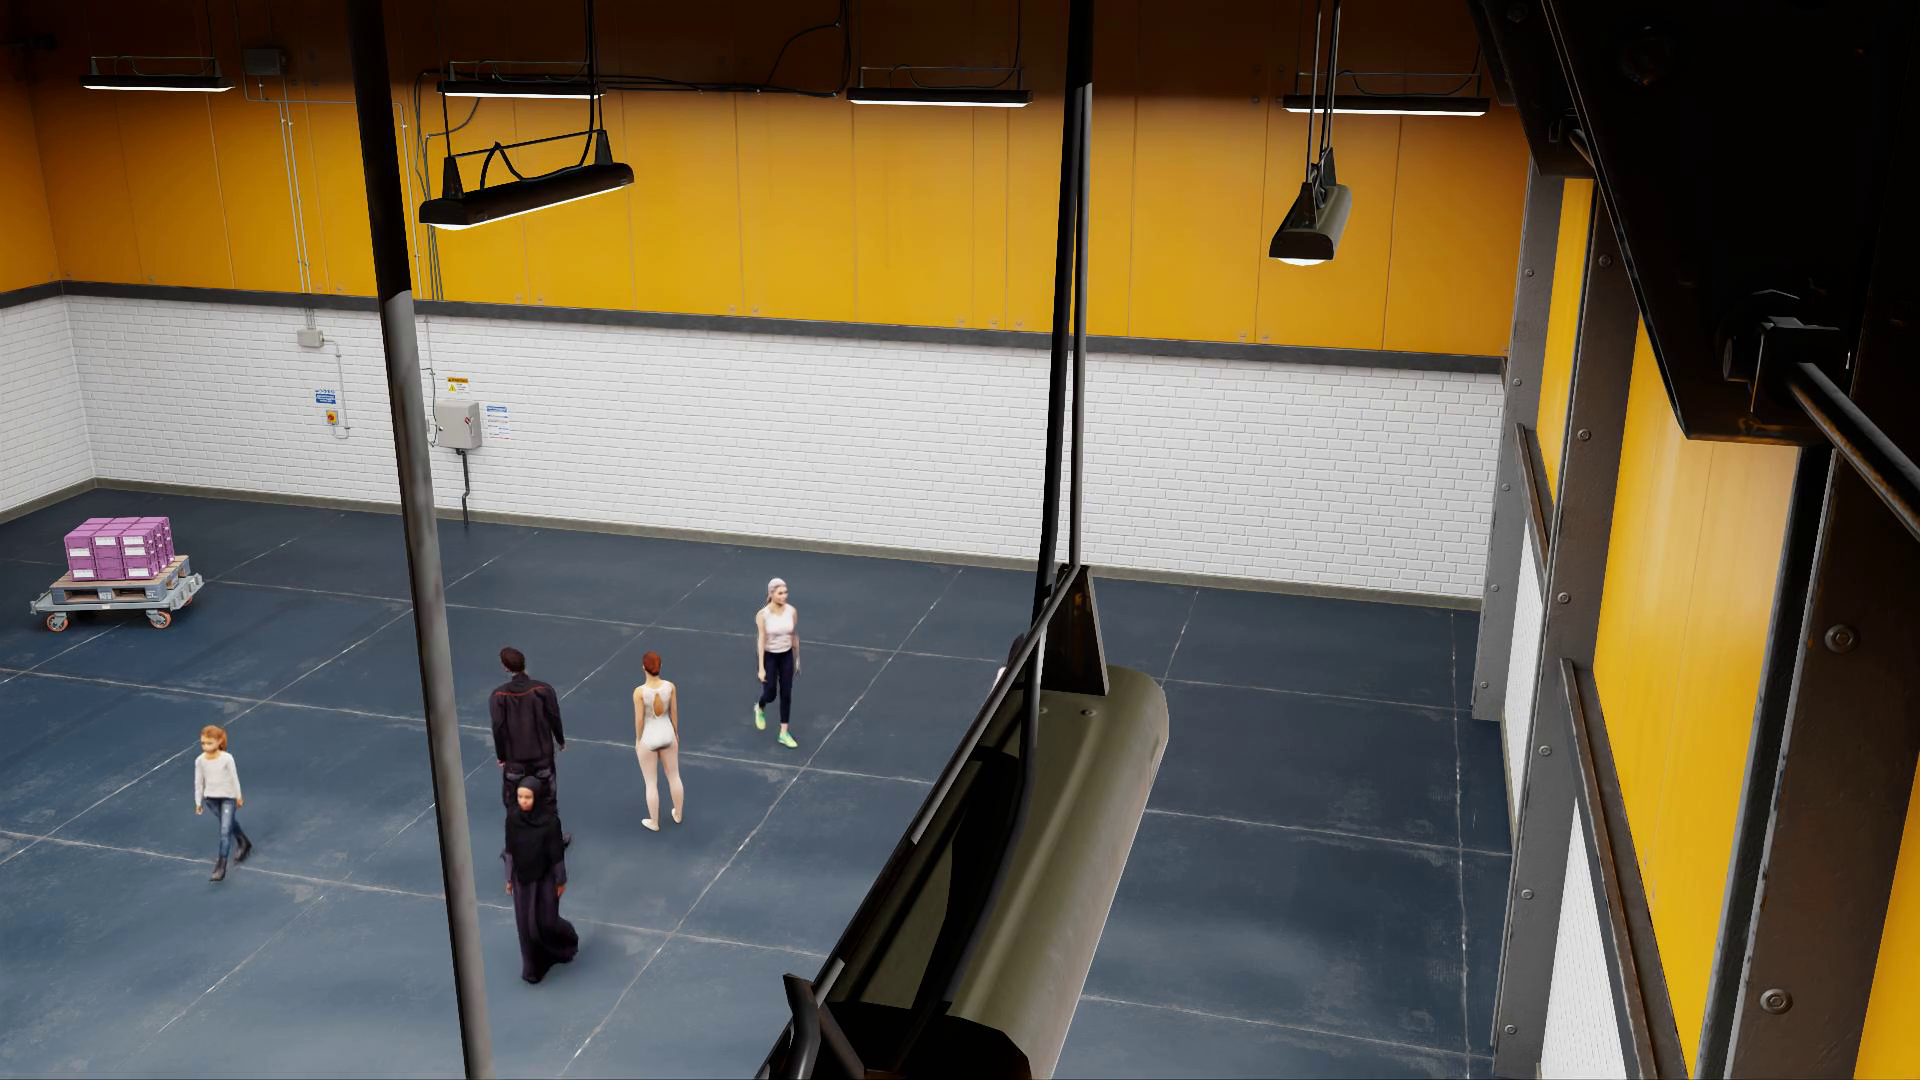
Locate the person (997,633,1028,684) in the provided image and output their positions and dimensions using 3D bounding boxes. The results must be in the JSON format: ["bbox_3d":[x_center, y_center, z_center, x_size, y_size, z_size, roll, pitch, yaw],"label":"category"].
[{"bbox_3d":[0.511,1.707,14.469,0.747,1.717,1.192,7,20,20],"label":"person"}]

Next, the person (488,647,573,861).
[{"bbox_3d":[-3.606,1.796,13.916,0.894,1.902,0.867,-1,19,-4],"label":"person"}]

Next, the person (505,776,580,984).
[{"bbox_3d":[-3.114,2.474,12.364,0.608,1.607,0.762,5,19,16],"label":"person"}]

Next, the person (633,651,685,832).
[{"bbox_3d":[-2.637,1.739,14.489,0.599,1.643,0.669,-12,22,-32],"label":"person"}]

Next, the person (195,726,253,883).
[{"bbox_3d":[-6.131,2.144,13.873,0.644,1.270,0.971,0,19,0],"label":"person"}]

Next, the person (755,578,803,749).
[{"bbox_3d":[-1.816,1.159,16.132,0.908,1.695,0.948,-13,22,-33],"label":"person"}]
